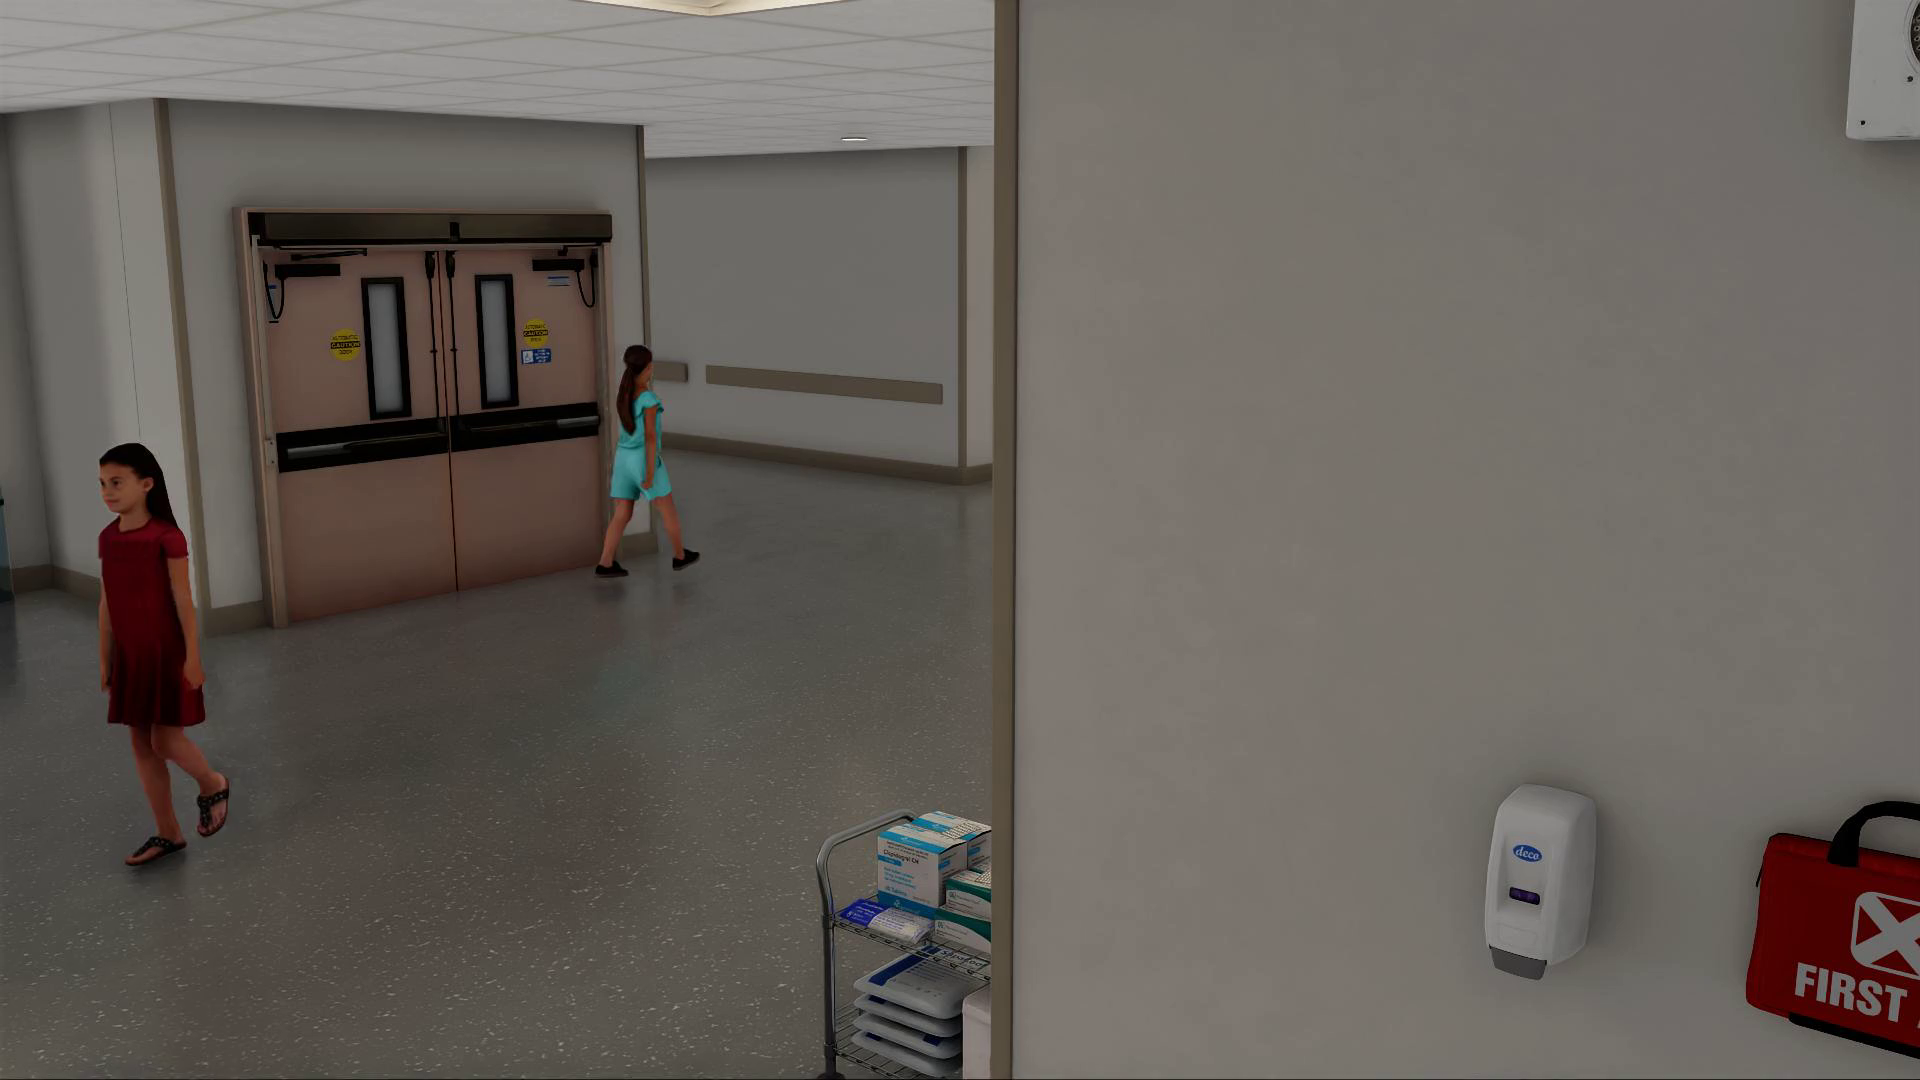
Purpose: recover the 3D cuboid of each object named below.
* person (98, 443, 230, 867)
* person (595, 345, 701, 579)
[{"bbox_3d":[-2.926,0.406,6.141,0.721,1.540,0.835,3,11,14],"label":"person"},{"bbox_3d":[-2.154,-0.467,10.812,0.641,1.515,1.081,7,13,34],"label":"person"}]
